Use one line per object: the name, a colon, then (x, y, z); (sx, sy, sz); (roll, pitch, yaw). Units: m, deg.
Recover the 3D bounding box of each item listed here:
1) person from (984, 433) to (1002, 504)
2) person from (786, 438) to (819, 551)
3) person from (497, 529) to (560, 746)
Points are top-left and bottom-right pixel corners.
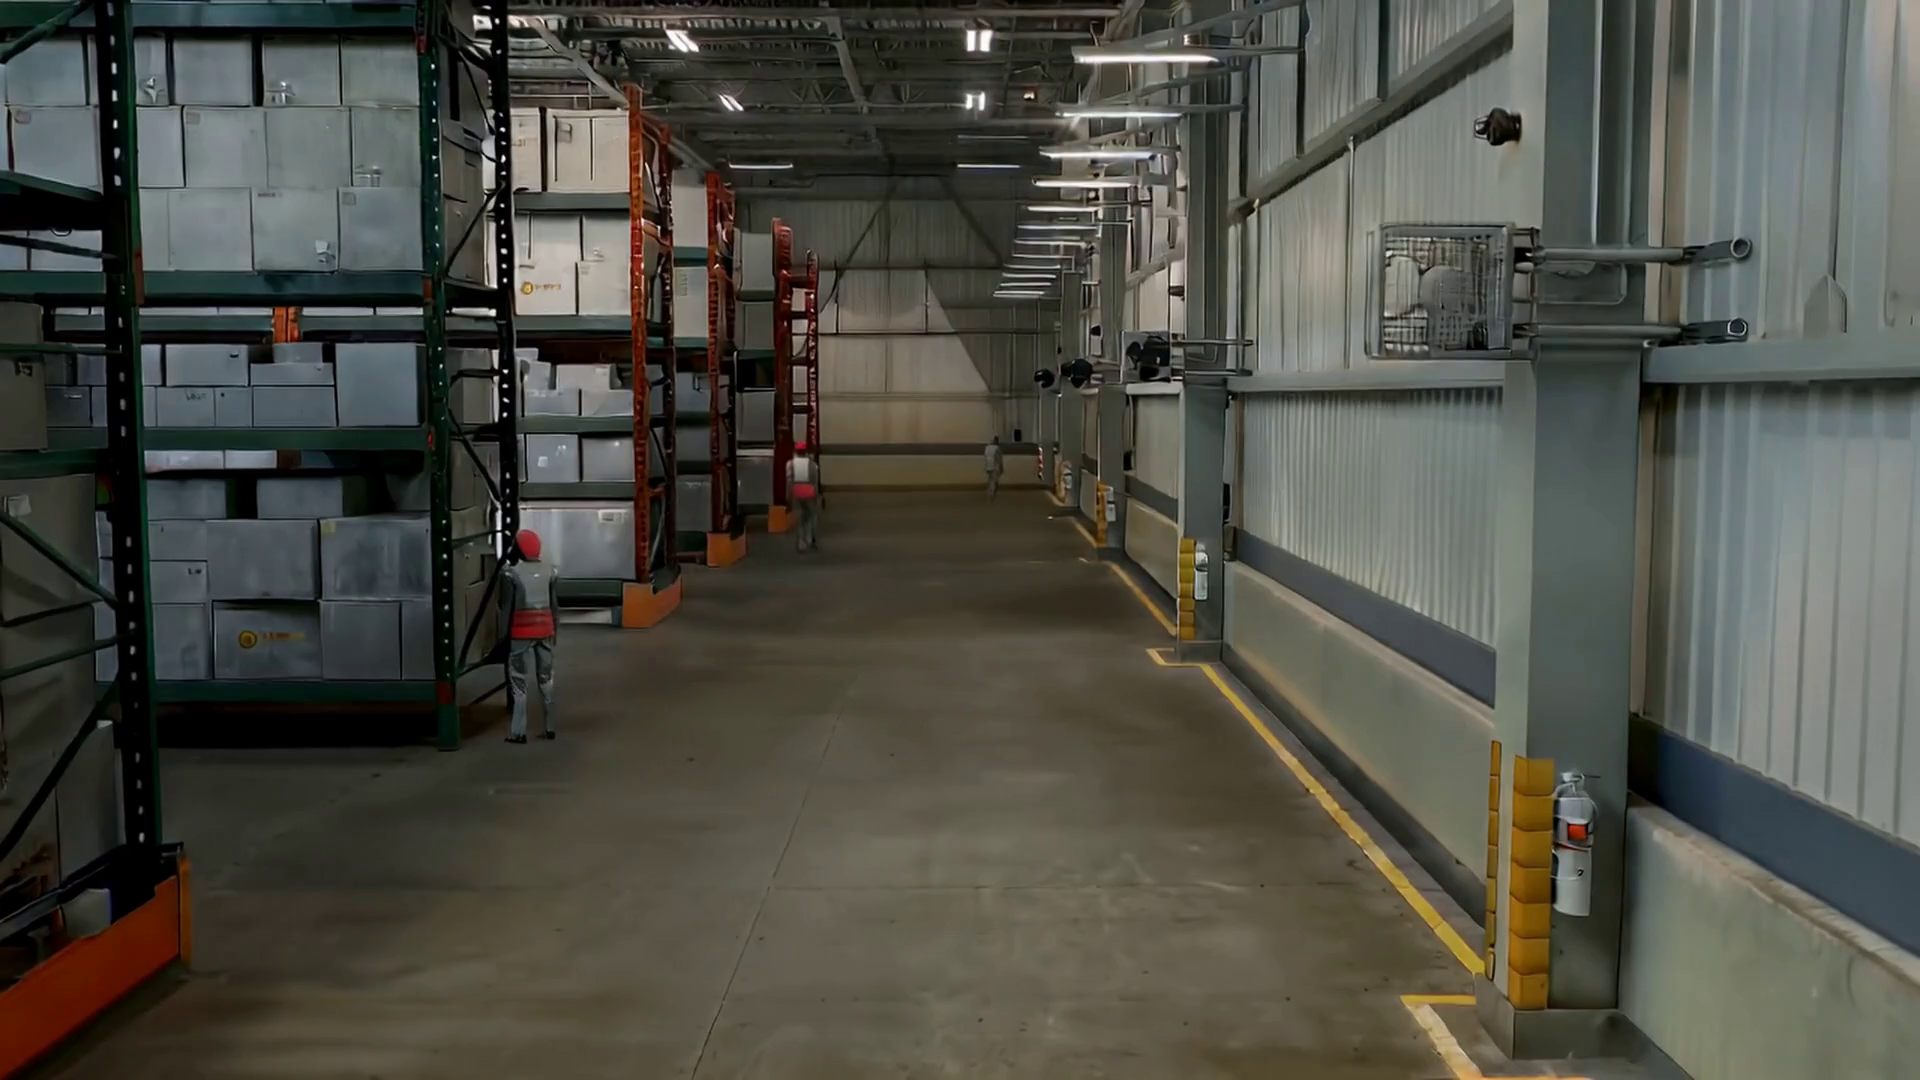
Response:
person: (0.842, -1.763, 40.994); (0.348, 1.756, 0.570); (-4, 6, -39)
person: (-2.690, -0.773, 28.439); (0.578, 1.922, 0.418); (0, 5, 1)
person: (-3.239, 0.735, 12.547); (0.313, 1.631, 0.524); (5, 7, 43)
